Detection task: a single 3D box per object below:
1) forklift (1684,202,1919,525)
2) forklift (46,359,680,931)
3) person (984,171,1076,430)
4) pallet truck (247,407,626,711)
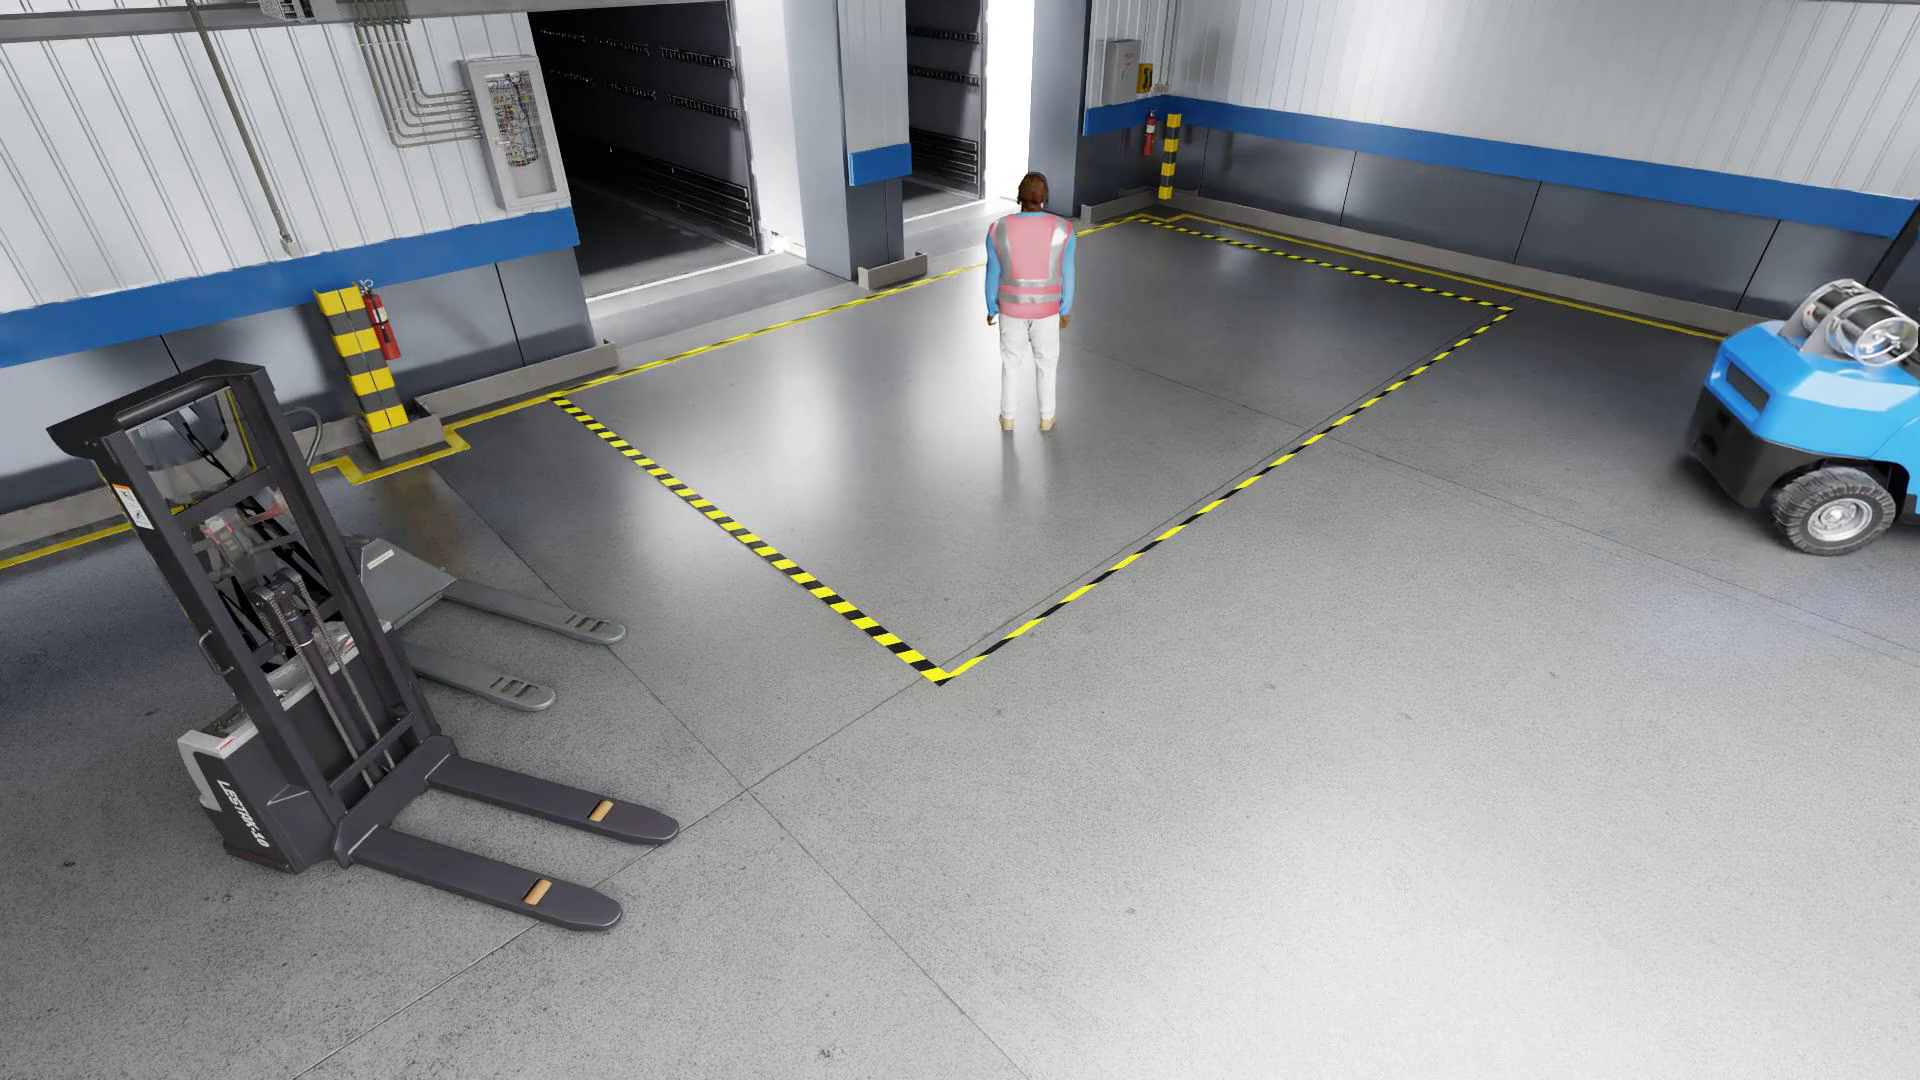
[{"bbox_3d":[6.199,-1.112,5.293,2.680,2.036,1.157,8,35,11],"label":"forklift"},{"bbox_3d":[-2.135,0.422,3.354,1.885,1.965,0.823,10,35,14],"label":"forklift"},{"bbox_3d":[0.488,-1.651,6.543,0.633,1.844,0.431,2,34,4],"label":"person"},{"bbox_3d":[-2.628,0.038,4.590,1.601,1.201,0.680,12,36,18],"label":"pallet truck"}]
